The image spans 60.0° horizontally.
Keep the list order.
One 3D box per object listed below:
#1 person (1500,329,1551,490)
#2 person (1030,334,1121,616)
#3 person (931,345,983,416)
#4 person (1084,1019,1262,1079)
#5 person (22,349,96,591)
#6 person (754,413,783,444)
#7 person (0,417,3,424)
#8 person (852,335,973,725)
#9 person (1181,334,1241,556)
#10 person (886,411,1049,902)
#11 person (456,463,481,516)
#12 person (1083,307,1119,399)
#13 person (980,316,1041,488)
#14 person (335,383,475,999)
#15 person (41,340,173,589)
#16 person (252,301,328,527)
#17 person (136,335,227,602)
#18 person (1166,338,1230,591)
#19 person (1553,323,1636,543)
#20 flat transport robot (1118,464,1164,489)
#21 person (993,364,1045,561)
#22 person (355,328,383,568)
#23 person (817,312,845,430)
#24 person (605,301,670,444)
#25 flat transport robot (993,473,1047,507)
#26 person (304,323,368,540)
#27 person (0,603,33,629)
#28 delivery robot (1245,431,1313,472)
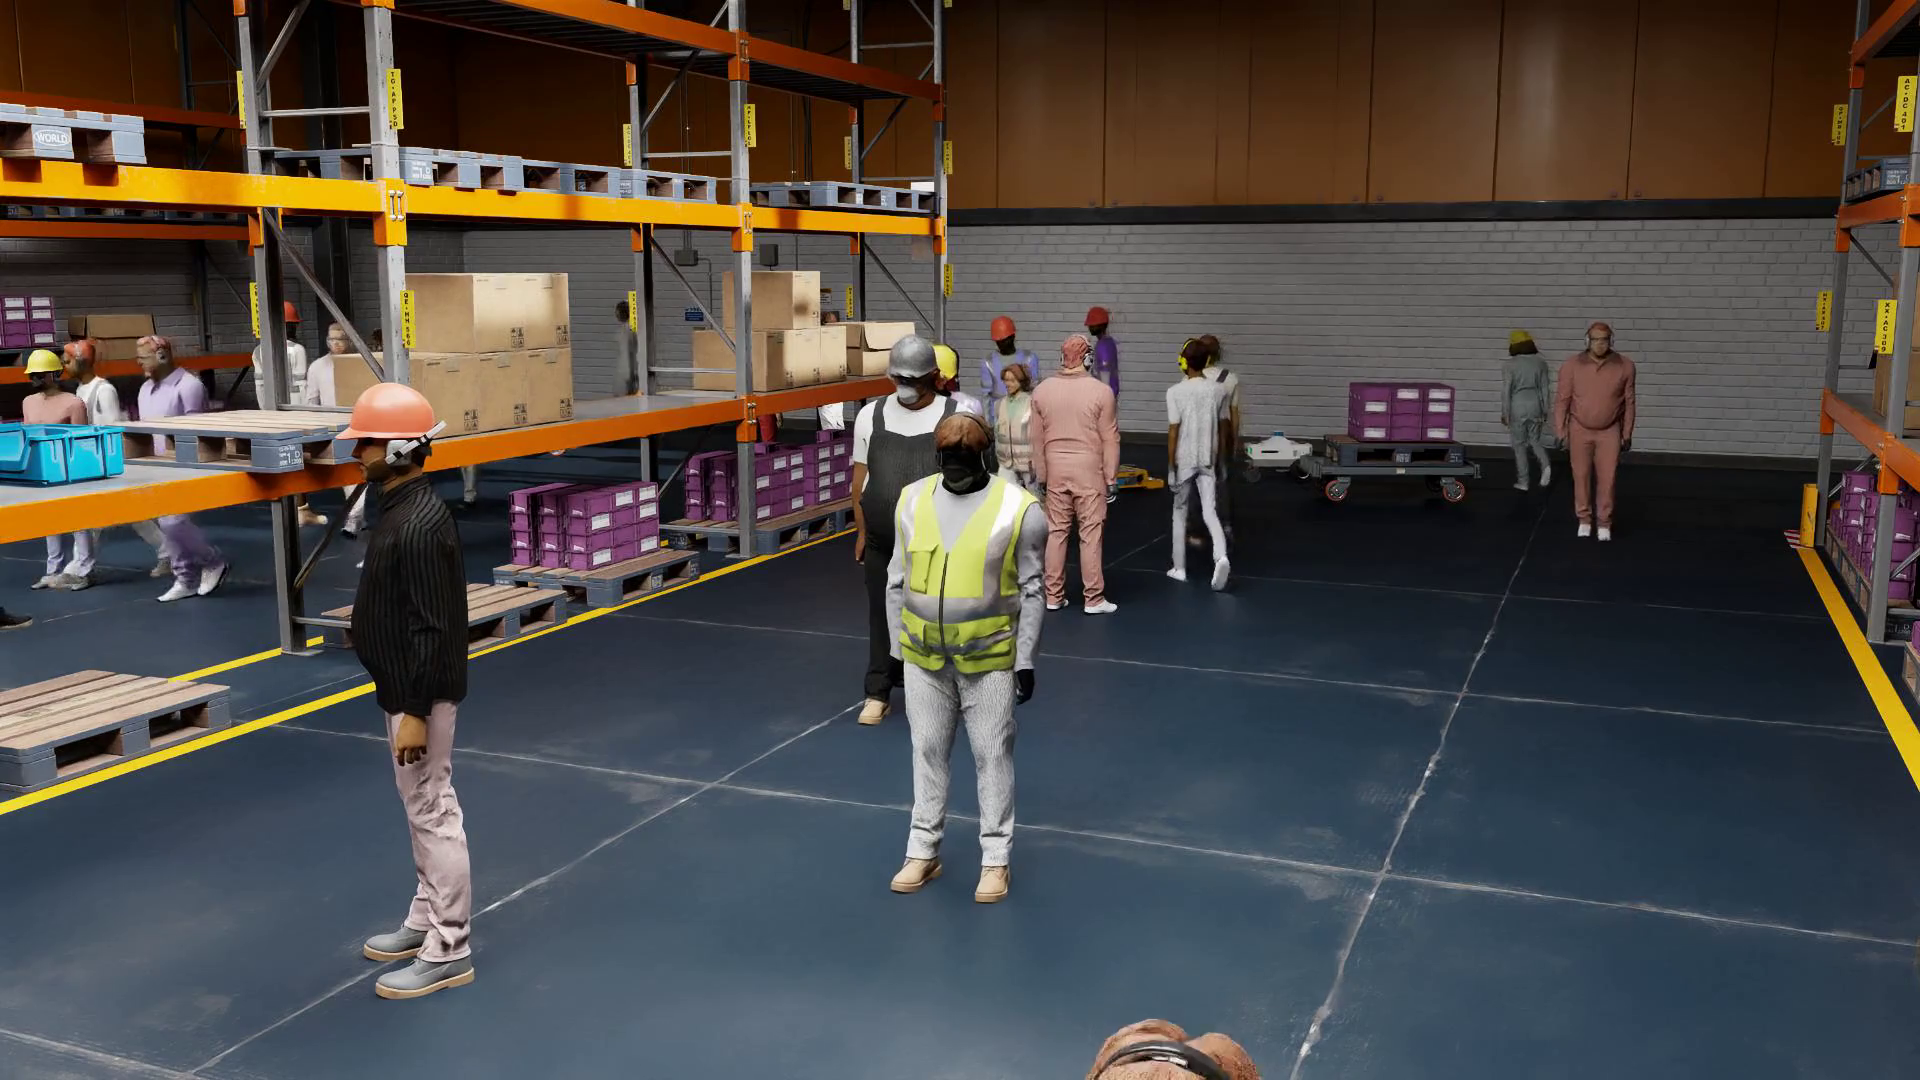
[{"bbox_3d":[5.959,-1.359,17.510,0.518,1.703,0.509,-1,9,-6],"label":"person"},{"bbox_3d":[0.804,-0.441,11.311,0.643,1.911,0.411,5,11,30],"label":"person"},{"bbox_3d":[-0.165,-0.365,11.011,0.630,1.865,1.009,0,9,0],"label":"person"},{"bbox_3d":[0.170,1.294,1.655,0.529,1.628,0.444,3,10,20],"label":"person"},{"bbox_3d":[-6.580,-0.500,12.103,0.533,1.767,0.327,2,10,11],"label":"person"},{"bbox_3d":[-2.011,-1.302,16.958,0.524,1.770,0.315,7,11,35],"label":"person"},{"bbox_3d":[-9.334,-1.022,15.806,0.500,1.589,0.855,4,10,25],"label":"person"},{"bbox_3d":[-0.237,-0.046,8.522,0.676,2.000,0.536,2,9,9],"label":"person"},{"bbox_3d":[2.068,-0.781,13.680,0.513,1.820,0.893,0,9,-1],"label":"person"},{"bbox_3d":[0.003,0.434,6.226,0.619,1.841,0.430,3,10,19],"label":"person"},{"bbox_3d":[-4.740,-1.126,15.808,0.620,1.792,0.867,1,9,9],"label":"person"},{"bbox_3d":[1.586,-1.654,18.664,0.429,1.910,0.609,2,10,13],"label":"person"},{"bbox_3d":[0.475,-1.119,15.416,0.585,1.906,0.432,2,9,9],"label":"person"},{"bbox_3d":[-1.798,0.483,5.452,0.376,1.995,0.612,-4,10,-23],"label":"person"},{"bbox_3d":[-6.344,-0.580,12.425,0.988,1.838,0.634,-7,12,-38],"label":"person"},{"bbox_3d":[-6.102,-1.138,15.129,0.605,2.045,0.377,4,10,22],"label":"person"},{"bbox_3d":[-5.550,-0.492,11.701,0.662,1.883,0.417,5,11,30],"label":"person"},{"bbox_3d":[1.763,-0.560,12.252,0.524,1.848,0.848,-2,10,-12],"label":"person"},{"bbox_3d":[5.429,-0.909,14.254,0.666,1.866,0.899,3,10,19],"label":"person"},{"bbox_3d":[1.372,-0.642,17.480,1.431,0.197,0.652,-5,11,-27],"label":"flat transport robot"},{"bbox_3d":[0.423,-0.557,12.935,0.528,1.595,0.839,7,11,35],"label":"person"},{"bbox_3d":[-4.508,-0.760,13.338,0.600,1.890,0.932,6,11,33],"label":"person"},{"bbox_3d":[-1.522,-1.706,19.182,0.429,1.841,0.634,3,10,15],"label":"person"},{"bbox_3d":[-4.306,-2.213,22.052,0.848,1.918,0.625,3,10,18],"label":"person"},{"bbox_3d":[0.601,-0.519,16.734,0.652,0.197,1.431,-6,11,-31],"label":"flat transport robot"},{"bbox_3d":[-5.364,-0.932,14.422,0.665,1.857,0.963,0,9,-1],"label":"person"},{"bbox_3d":[-6.451,-0.334,10.595,0.766,1.941,0.630,-4,10,-23],"label":"person"},{"bbox_3d":[3.491,-0.958,18.253,0.707,0.478,0.477,0,9,0],"label":"delivery robot"}]
